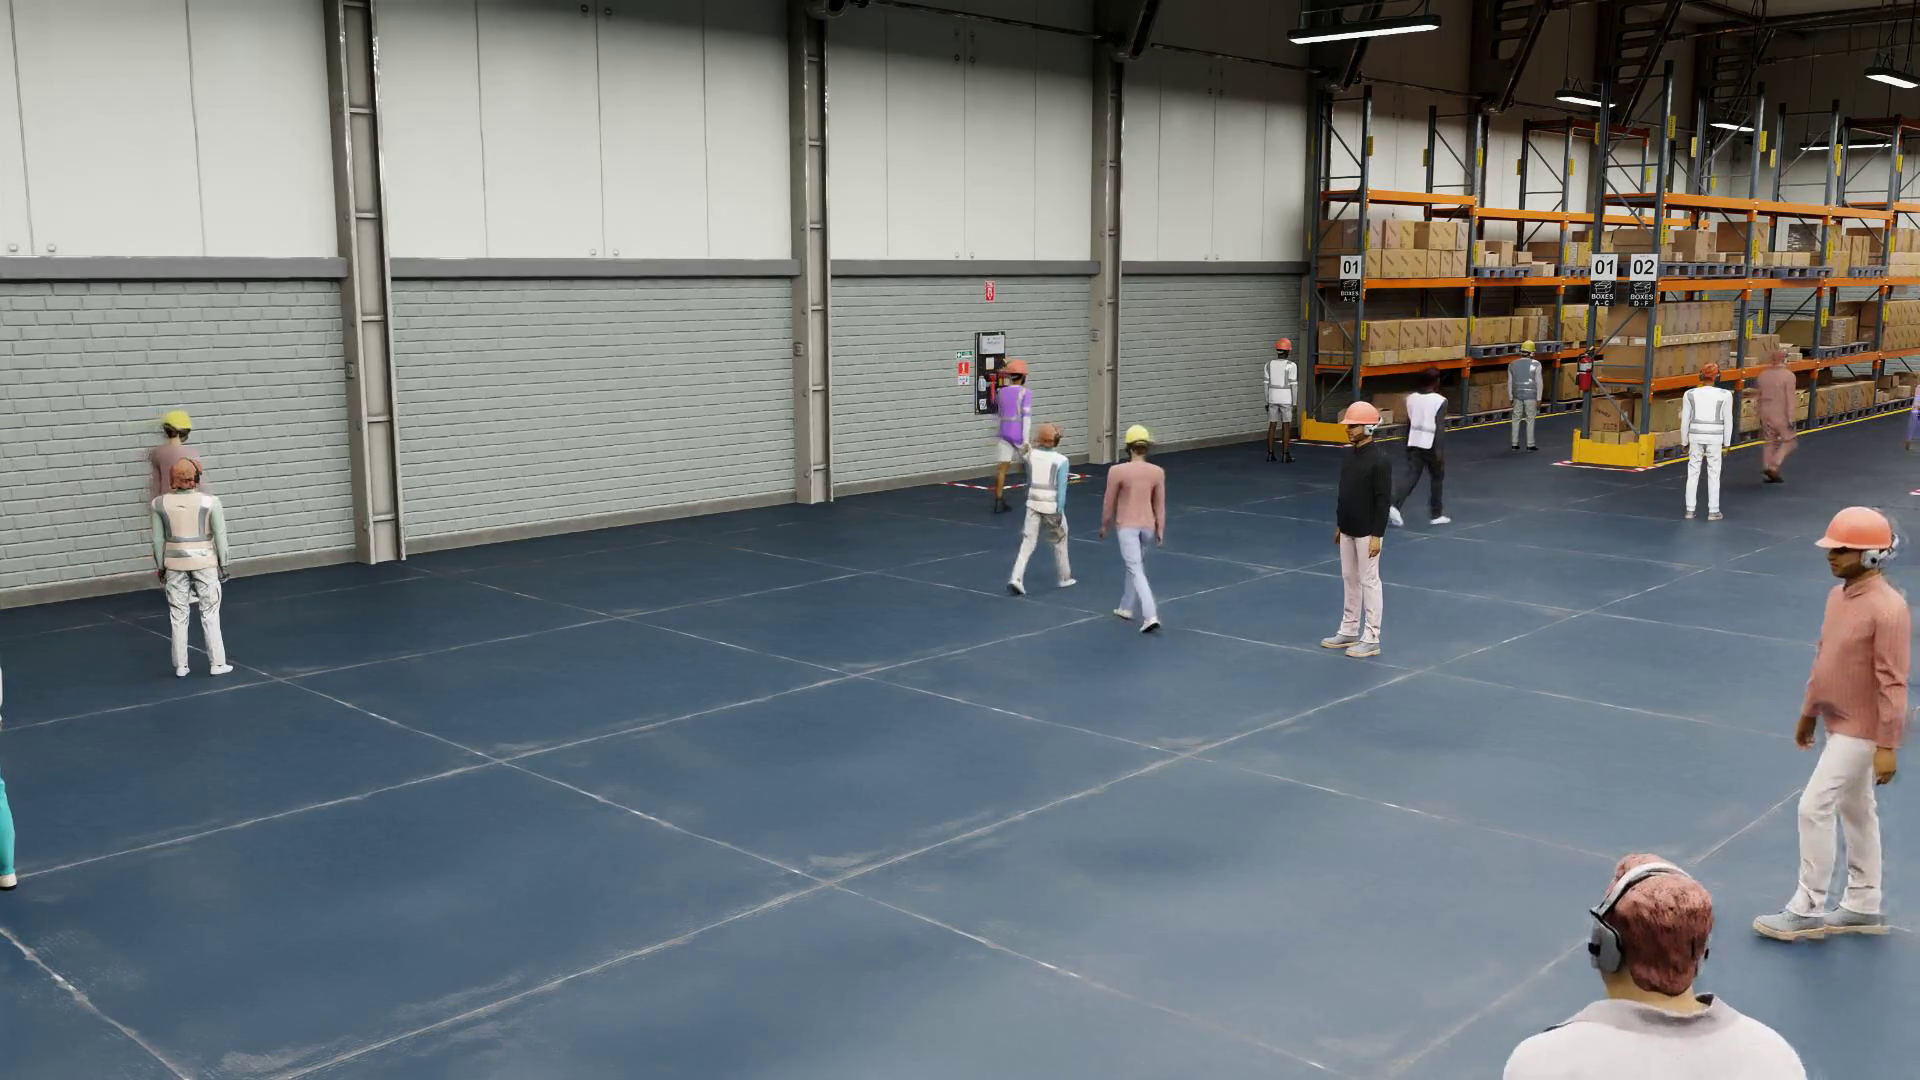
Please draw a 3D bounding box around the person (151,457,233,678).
[{"bbox_3d":[-5.674,0.210,12.294,0.522,1.640,0.306,-2,9,-9],"label":"person"}]

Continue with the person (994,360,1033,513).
[{"bbox_3d":[0.717,-1.298,20.743,0.561,1.876,1.007,7,12,37],"label":"person"}]

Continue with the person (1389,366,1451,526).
[{"bbox_3d":[5.432,-1.098,19.528,0.893,1.891,0.595,-6,11,-33],"label":"person"}]

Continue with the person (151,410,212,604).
[{"bbox_3d":[-6.975,-0.295,15.023,0.533,1.753,0.516,4,10,25],"label":"person"}]

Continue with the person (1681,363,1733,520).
[{"bbox_3d":[8.990,-1.182,20.040,0.572,1.883,0.353,6,11,35],"label":"person"}]

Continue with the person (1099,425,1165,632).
[{"bbox_3d":[1.498,-0.109,14.007,0.521,1.717,0.933,-4,10,-25],"label":"person"}]

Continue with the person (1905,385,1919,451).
[{"bbox_3d":[11.844,-1.280,20.221,0.640,2.012,0.793,1,9,5],"label":"person"}]

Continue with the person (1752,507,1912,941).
[{"bbox_3d":[3.880,0.830,7.485,0.742,1.972,0.652,2,9,9],"label":"person"}]

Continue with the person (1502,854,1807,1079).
[{"bbox_3d":[1.325,1.552,3.345,0.665,1.888,0.433,-2,9,-10],"label":"person"}]

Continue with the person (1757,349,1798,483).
[{"bbox_3d":[11.455,-1.727,23.302,0.418,1.894,0.678,-3,10,-18],"label":"person"}]

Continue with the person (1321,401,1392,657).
[{"bbox_3d":[3.130,-0.090,13.040,0.382,1.994,0.613,-3,10,-20],"label":"person"}]

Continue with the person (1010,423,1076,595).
[{"bbox_3d":[0.771,-0.297,15.514,0.506,1.596,0.874,6,11,34],"label":"person"}]

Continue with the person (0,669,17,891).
[{"bbox_3d":[-4.789,0.868,7.898,0.320,1.767,0.534,3,10,15],"label":"person"}]

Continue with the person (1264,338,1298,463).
[{"bbox_3d":[5.002,-2.168,25.879,0.552,1.935,0.360,7,11,35],"label":"person"}]

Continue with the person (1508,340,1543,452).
[{"bbox_3d":[9.328,-2.368,27.416,0.588,1.833,0.404,8,12,41],"label":"person"}]
